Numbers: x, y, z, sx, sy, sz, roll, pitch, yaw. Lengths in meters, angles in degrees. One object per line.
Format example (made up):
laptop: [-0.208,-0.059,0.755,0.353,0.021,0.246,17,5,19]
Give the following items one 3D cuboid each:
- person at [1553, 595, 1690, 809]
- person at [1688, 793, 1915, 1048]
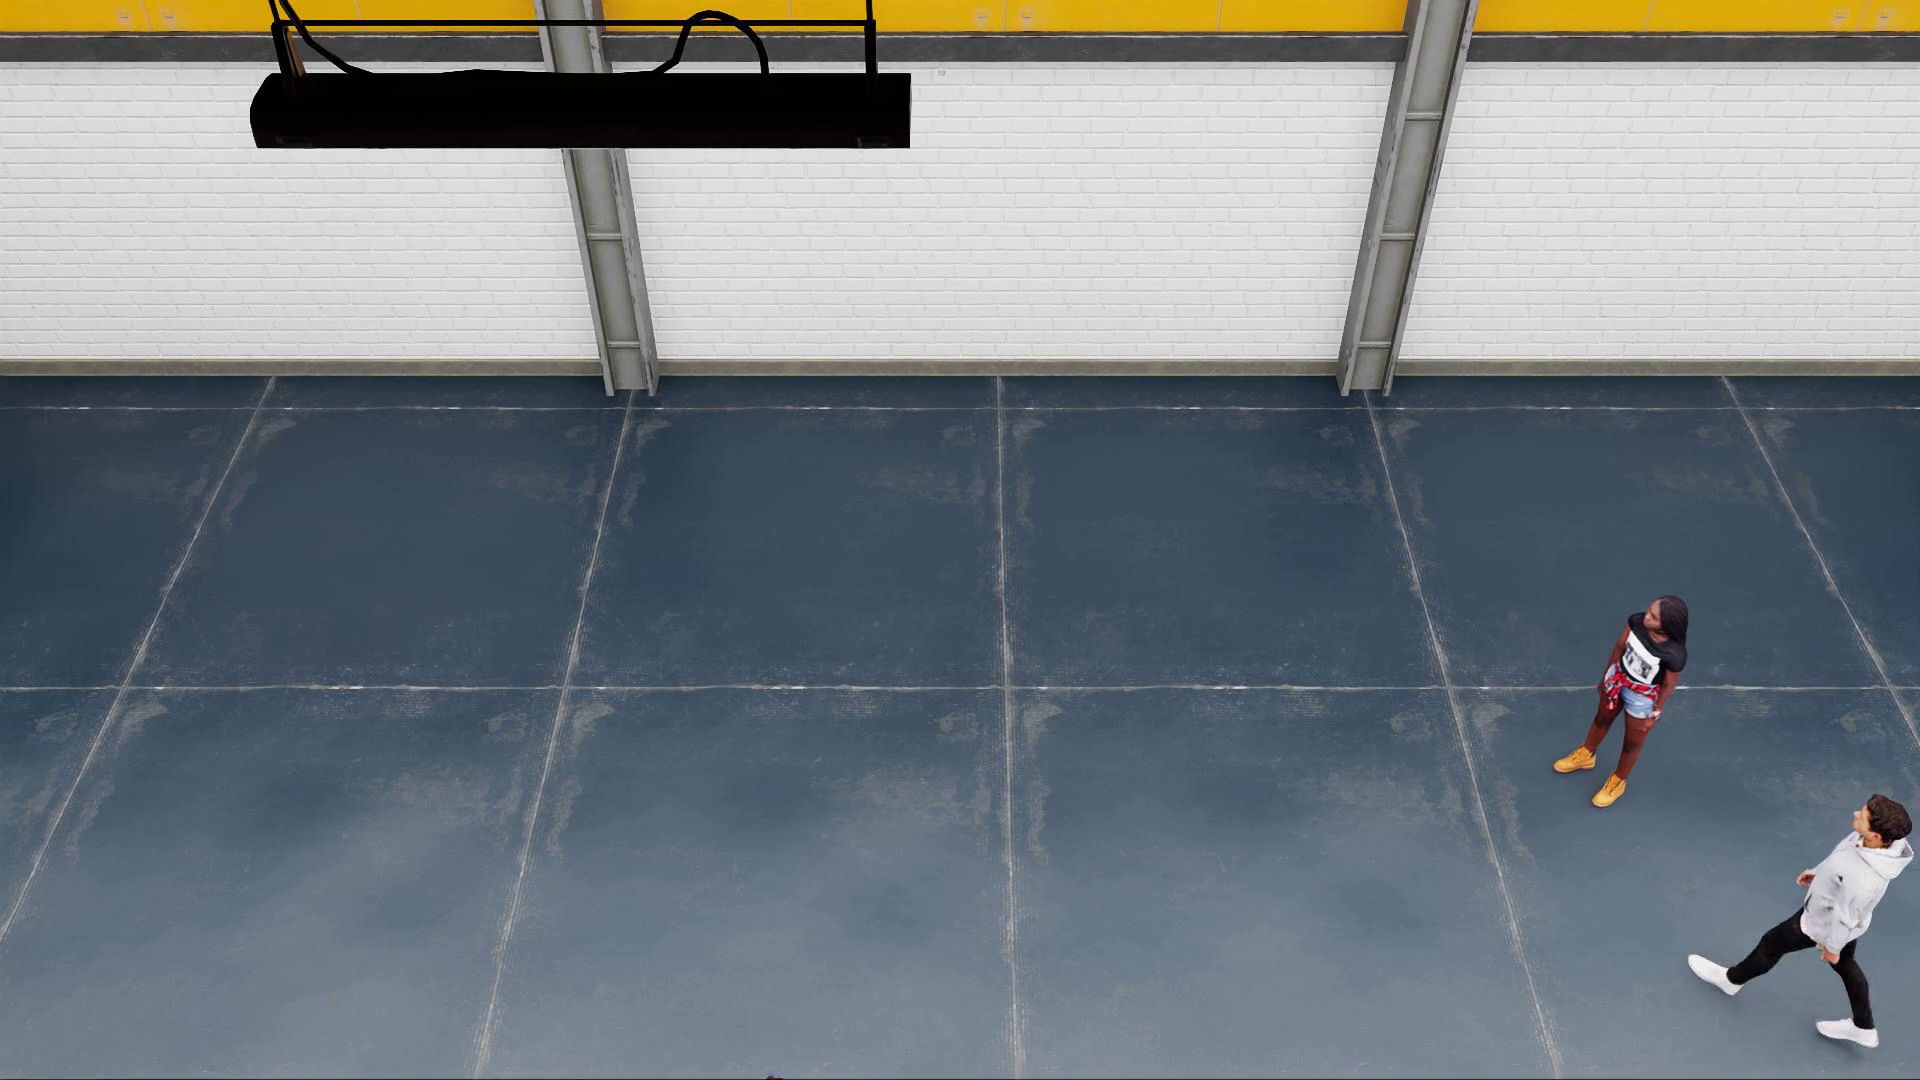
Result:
person: [4.090,0.937,10.101,0.734,1.726,0.714,-19,47,-19]
person: [4.739,2.047,8.820,1.321,1.885,1.192,29,51,27]
